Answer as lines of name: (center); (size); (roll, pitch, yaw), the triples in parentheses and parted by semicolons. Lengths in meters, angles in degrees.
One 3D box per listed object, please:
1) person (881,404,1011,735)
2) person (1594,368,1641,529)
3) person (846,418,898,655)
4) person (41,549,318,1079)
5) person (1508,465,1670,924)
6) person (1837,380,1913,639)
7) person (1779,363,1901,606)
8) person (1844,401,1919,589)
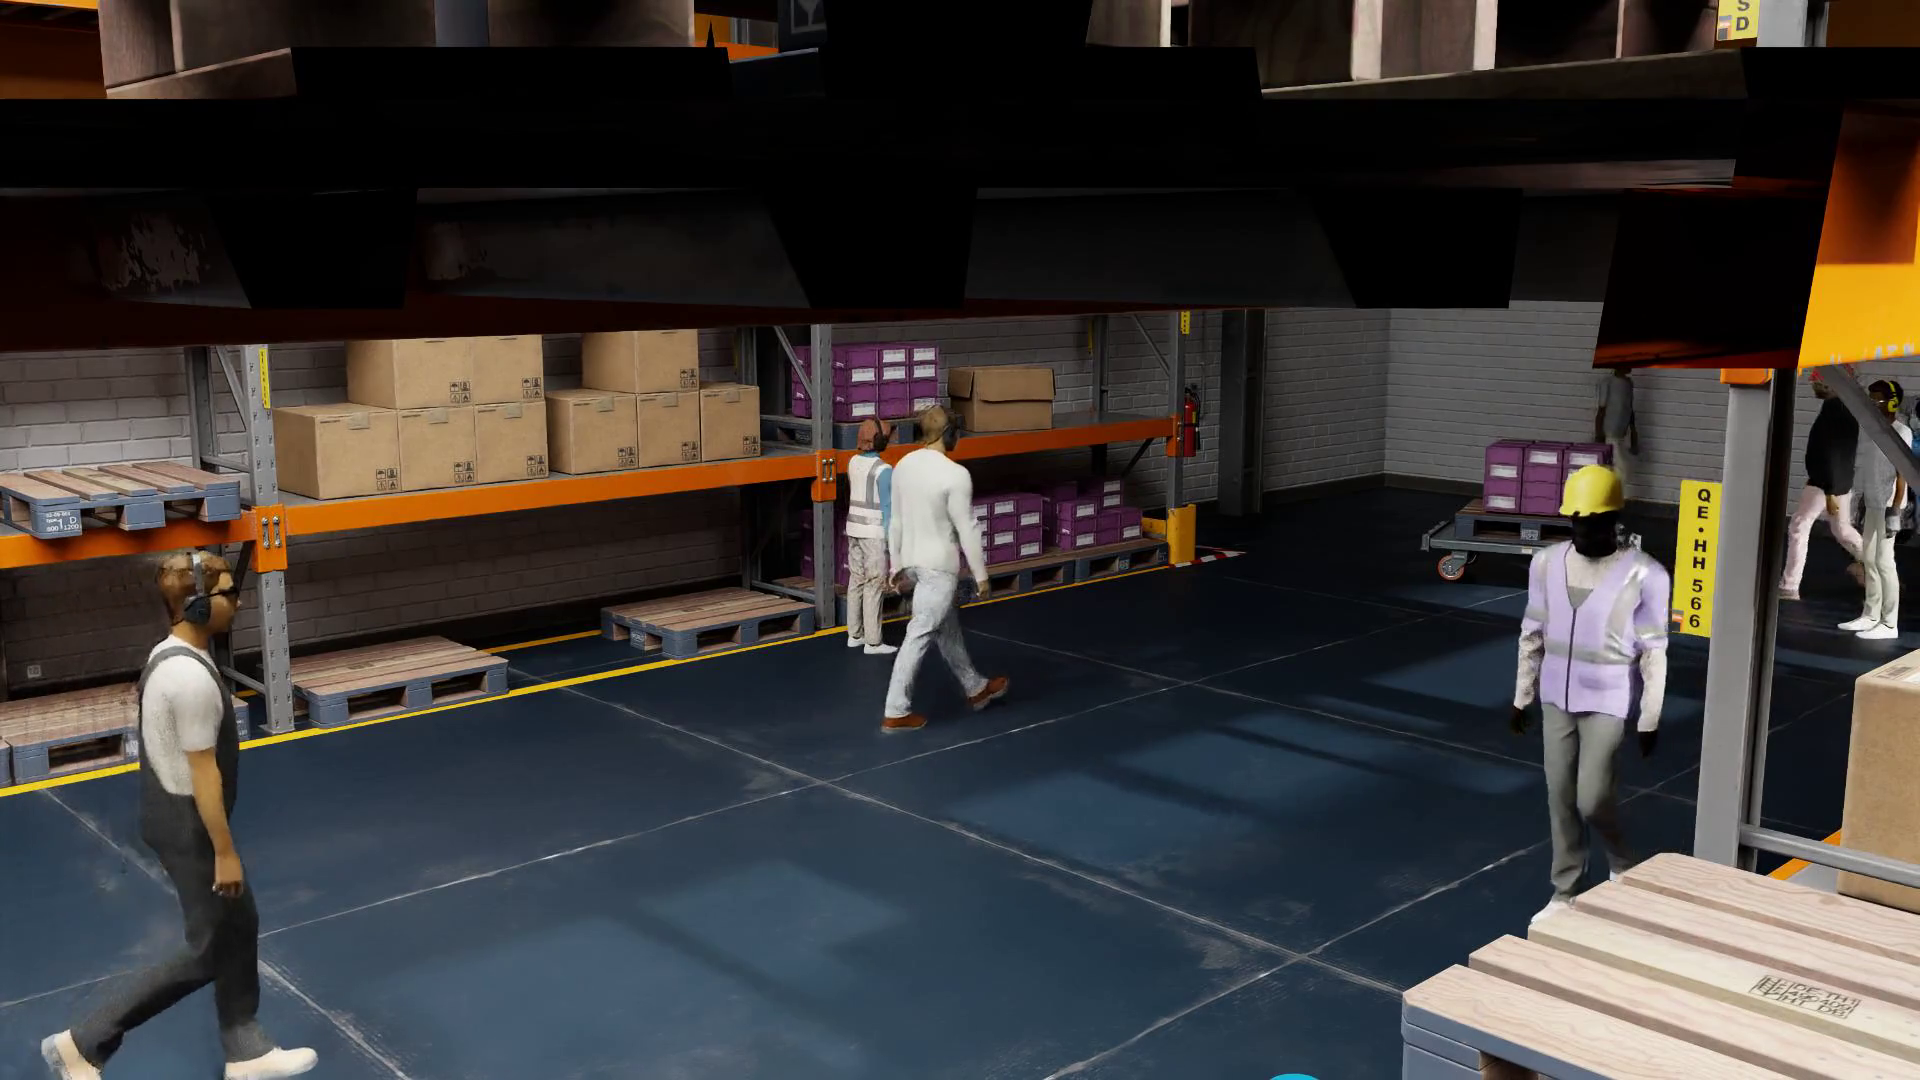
person: (-0.079, 0.155, 9.673); (1.004, 1.882, 0.655); (-7, 12, -35)
person: (6.605, -1.019, 16.677); (0.511, 1.855, 0.418); (-8, 13, -39)
person: (-0.613, -0.023, 11.481); (0.318, 1.629, 0.508); (-7, 12, -36)
person: (-2.512, 0.939, 5.288); (0.713, 1.821, 0.519); (-5, 11, -25)
person: (2.548, 0.641, 6.755); (0.447, 1.910, 0.593); (-7, 12, -37)
person: (6.619, -0.220, 11.967); (0.317, 1.861, 0.516); (1, 10, 4)
person: (6.894, -0.445, 13.026); (0.588, 1.965, 0.956); (-8, 13, -40)
person: (7.634, -0.357, 13.345); (0.861, 1.656, 0.527); (6, 11, 31)
